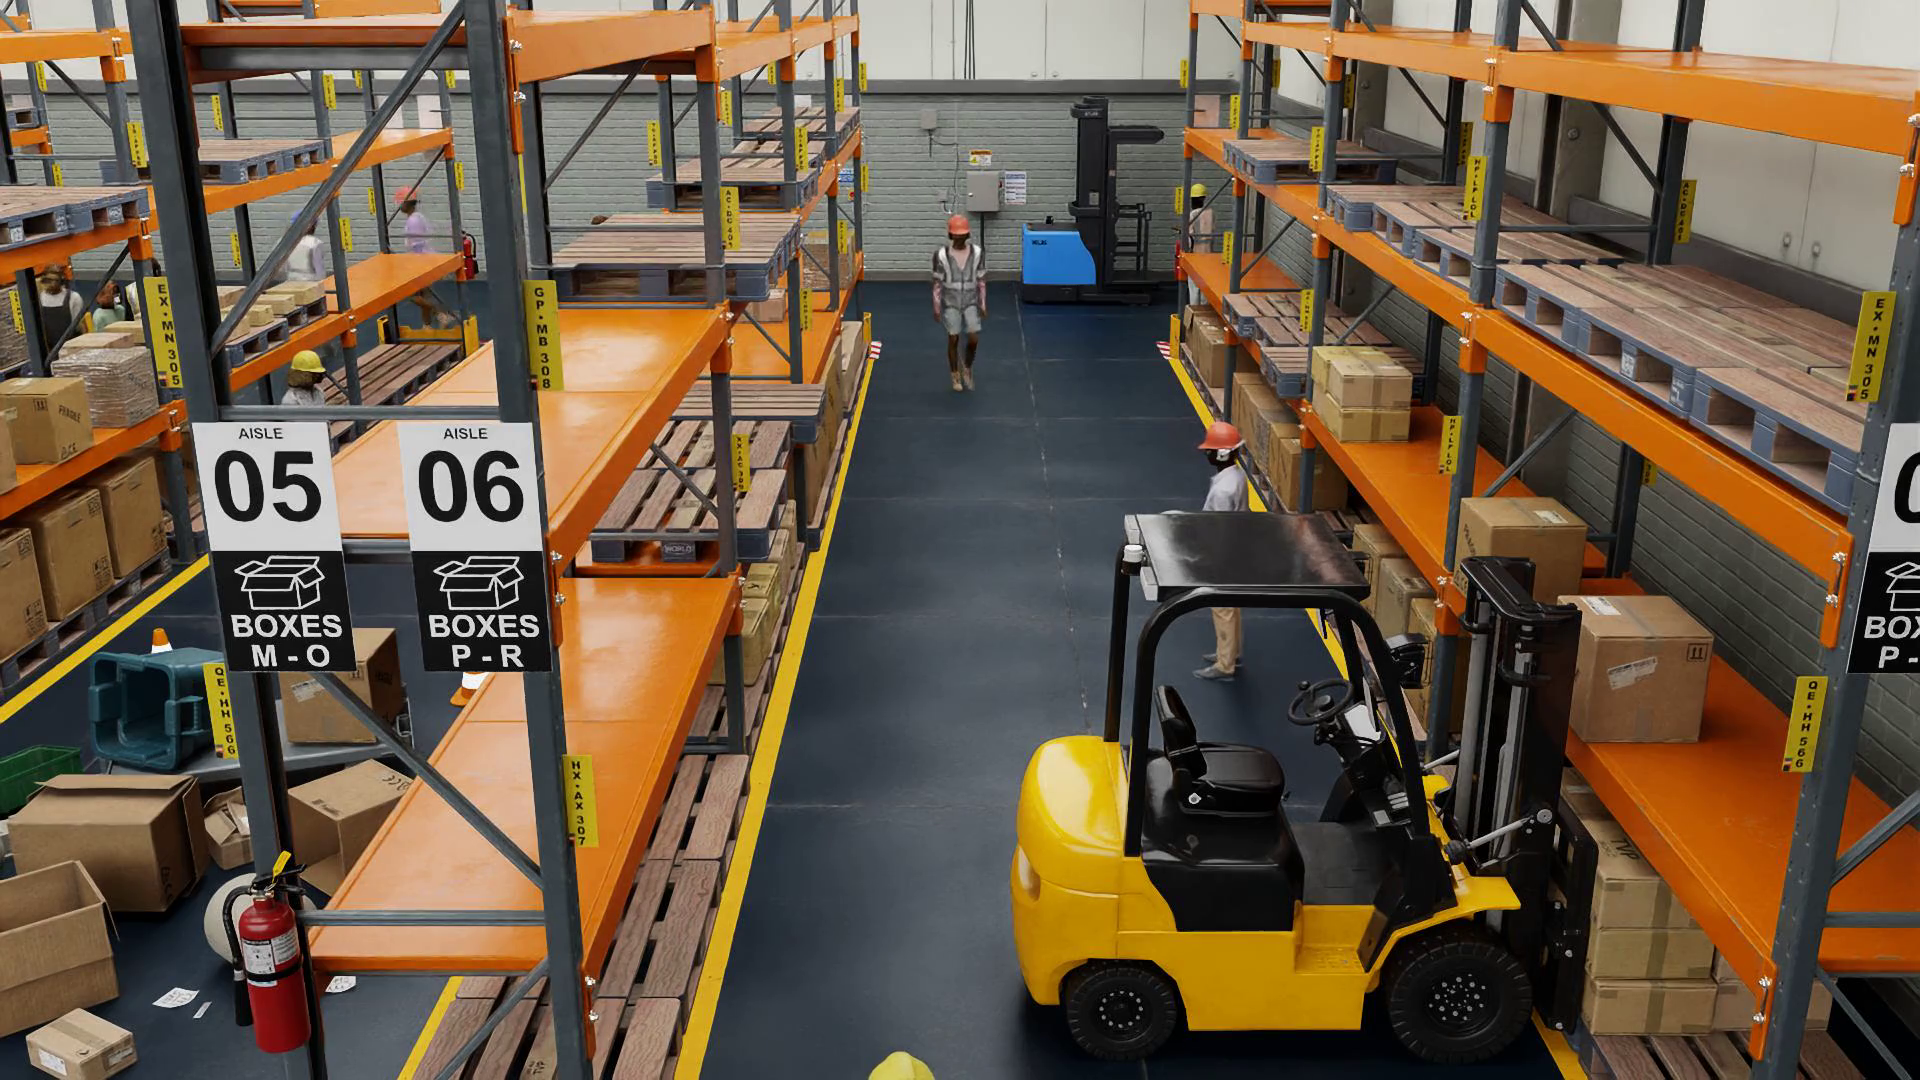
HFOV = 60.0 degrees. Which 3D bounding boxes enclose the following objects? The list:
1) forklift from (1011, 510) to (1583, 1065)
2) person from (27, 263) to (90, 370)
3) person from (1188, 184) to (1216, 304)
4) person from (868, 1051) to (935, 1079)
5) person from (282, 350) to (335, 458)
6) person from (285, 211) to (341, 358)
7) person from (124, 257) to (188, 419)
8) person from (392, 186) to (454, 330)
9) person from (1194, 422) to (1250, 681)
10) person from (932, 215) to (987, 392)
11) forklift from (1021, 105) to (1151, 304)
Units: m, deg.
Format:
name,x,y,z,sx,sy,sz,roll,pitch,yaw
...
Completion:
name,x,y,z,sx,sy,sz,roll,pitch,yaw
forklift,1.387,1.055,7.378,2.313,2.155,1.214,0,18,0
person,-9.136,-1.899,16.882,0.647,1.829,0.443,-3,18,-8
person,3.233,-3.892,22.754,0.594,1.924,0.382,-17,25,-41
person,-0.149,2.202,4.580,0.530,1.767,0.328,-8,20,-24
person,-5.154,-0.661,13.299,0.322,1.734,0.488,5,19,14
person,-8.036,-3.091,20.422,0.628,1.887,0.970,4,19,12
person,-8.269,-2.014,17.210,0.636,1.842,0.429,-4,19,-12
person,-7.037,-3.583,21.693,0.583,2.012,0.660,-4,19,-12
person,1.740,0.069,11.071,0.352,1.741,0.565,5,19,16
person,0.004,-2.661,18.870,0.648,2.023,0.585,-3,19,-9
forklift,1.857,-4.944,24.441,1.873,2.768,1.129,0,18,0
